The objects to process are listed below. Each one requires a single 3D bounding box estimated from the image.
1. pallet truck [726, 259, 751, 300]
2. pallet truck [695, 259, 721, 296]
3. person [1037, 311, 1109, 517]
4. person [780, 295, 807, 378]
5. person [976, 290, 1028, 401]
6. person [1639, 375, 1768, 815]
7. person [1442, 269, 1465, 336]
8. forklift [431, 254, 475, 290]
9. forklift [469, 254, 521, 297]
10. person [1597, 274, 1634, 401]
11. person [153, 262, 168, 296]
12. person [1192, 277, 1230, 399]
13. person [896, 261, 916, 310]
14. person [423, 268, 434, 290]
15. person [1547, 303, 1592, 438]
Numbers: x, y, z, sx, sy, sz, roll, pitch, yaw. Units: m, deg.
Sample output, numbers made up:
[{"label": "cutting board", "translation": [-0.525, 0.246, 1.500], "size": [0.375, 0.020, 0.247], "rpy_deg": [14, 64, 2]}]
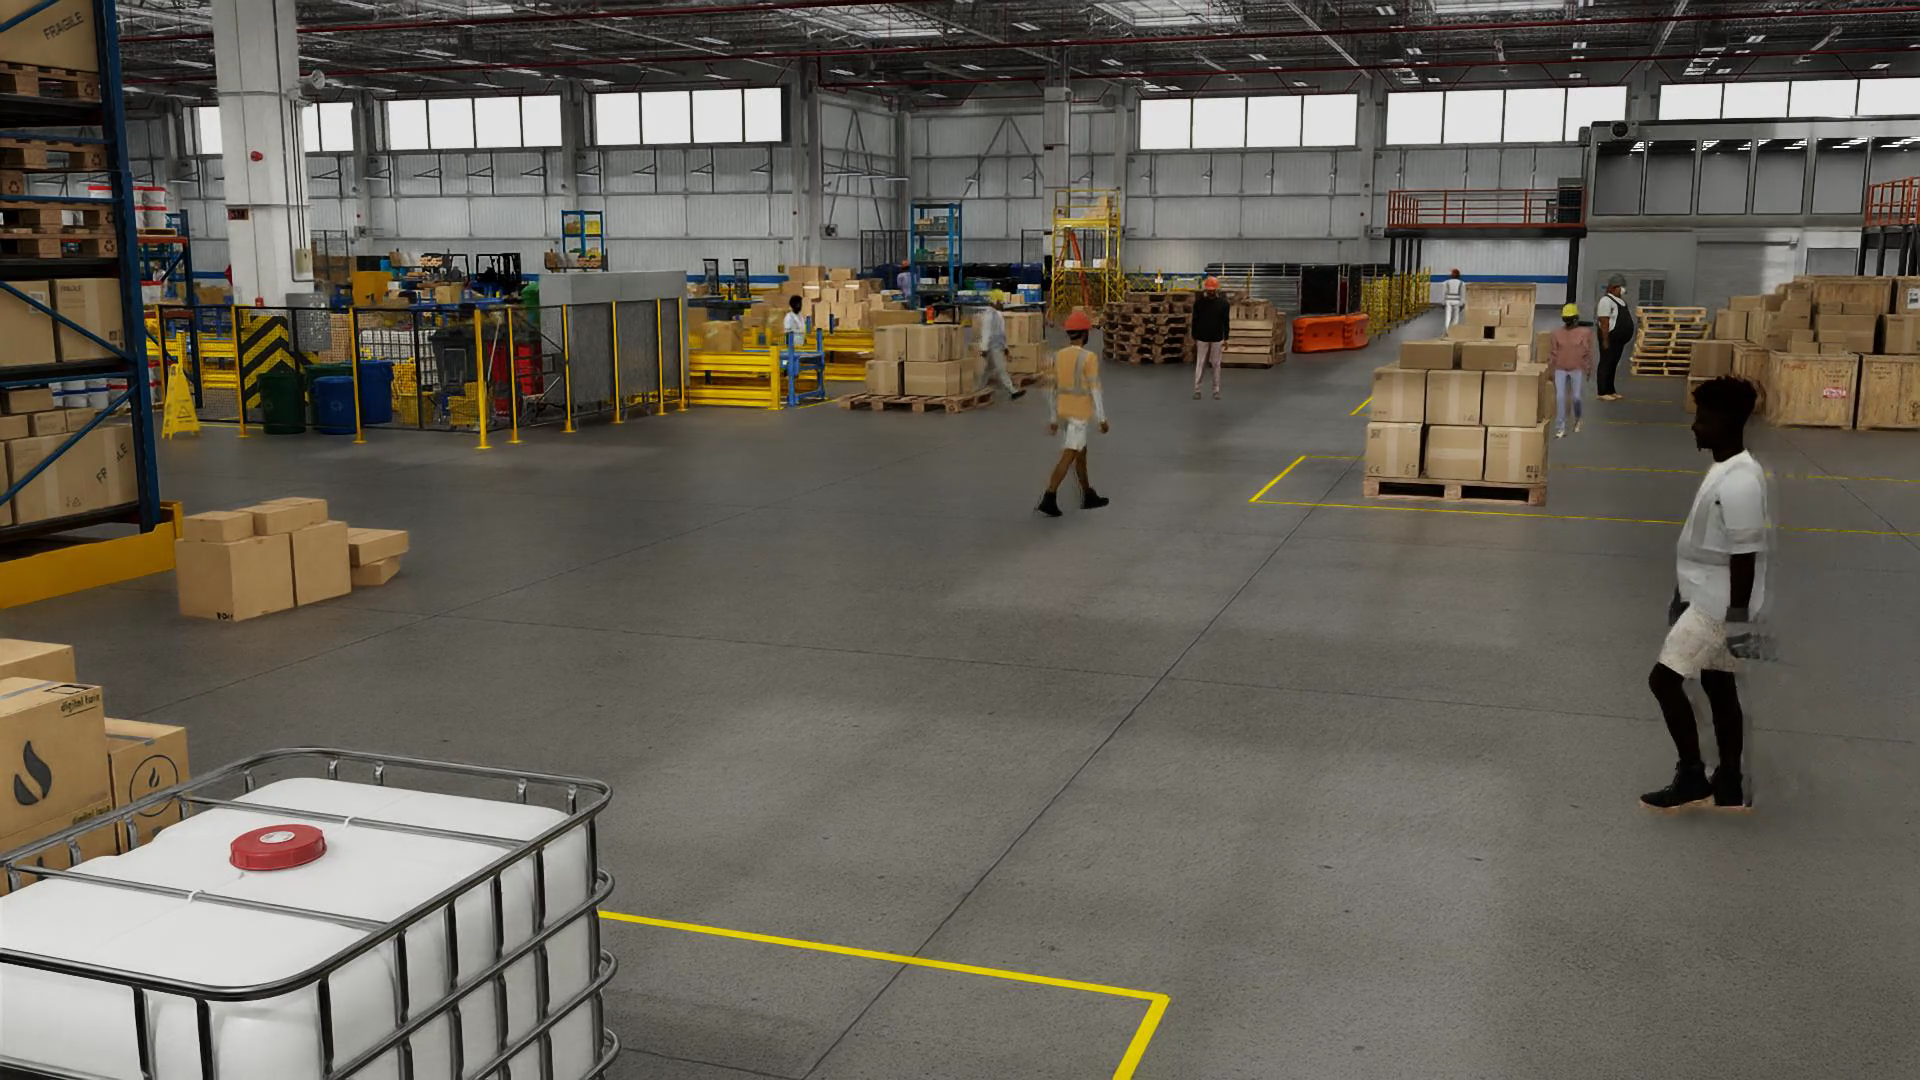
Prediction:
[{"label": "pallet truck", "translation": [-7.986, -9.493, 62.019], "size": [0.823, 1.965, 1.885], "rpy_deg": [3, 11, 17]}, {"label": "pallet truck", "translation": [-9.165, -9.627, 62.776], "size": [0.823, 1.965, 1.885], "rpy_deg": [4, 11, 23]}, {"label": "person", "translation": [1.045, -1.174, 15.485], "size": [0.998, 1.900, 0.540], "rpy_deg": [-8, 13, -37]}, {"label": "person", "translation": [-2.840, -3.284, 27.942], "size": [0.607, 1.676, 0.536], "rpy_deg": [4, 11, 21]}, {"label": "person", "translation": [0.654, -3.101, 26.618], "size": [0.943, 1.777, 0.615], "rpy_deg": [3, 10, 15]}, {"label": "person", "translation": [3.234, 0.250, 7.280], "size": [0.569, 1.947, 0.616], "rpy_deg": [5, 11, 27]}, {"label": "person", "translation": [13.418, -6.448, 45.248], "size": [0.574, 1.865, 0.771], "rpy_deg": [3, 11, 17]}, {"label": "forklift", "translation": [-20.133, -10.254, 65.465], "size": [1.157, 1.987, 2.680], "rpy_deg": [3, 11, 19]}, {"label": "forklift", "translation": [-17.990, -10.121, 64.684], "size": [1.157, 1.987, 2.680], "rpy_deg": [3, 11, 17]}, {"label": "person", "translation": [10.554, -3.256, 26.775], "size": [0.537, 2.000, 0.678], "rpy_deg": [8, 13, 40]}, {"label": "person", "translation": [-27.655, -8.636, 57.450], "size": [0.648, 1.907, 0.401], "rpy_deg": [6, 12, 30]}, {"label": "person", "translation": [4.065, -3.264, 26.978], "size": [0.613, 1.985, 0.402], "rpy_deg": [1, 10, 7]}, {"label": "person", "translation": [-1.716, -7.466, 50.631], "size": [0.616, 1.990, 1.018], "rpy_deg": [-7, 12, -36]}, {"label": "person", "translation": [-19.402, -9.190, 60.780], "size": [0.404, 1.828, 0.602], "rpy_deg": [-7, 12, -35]}, {"label": "person", "translation": [7.938, -2.210, 21.675], "size": [0.551, 1.751, 0.429], "rpy_deg": [6, 12, 30]}]
